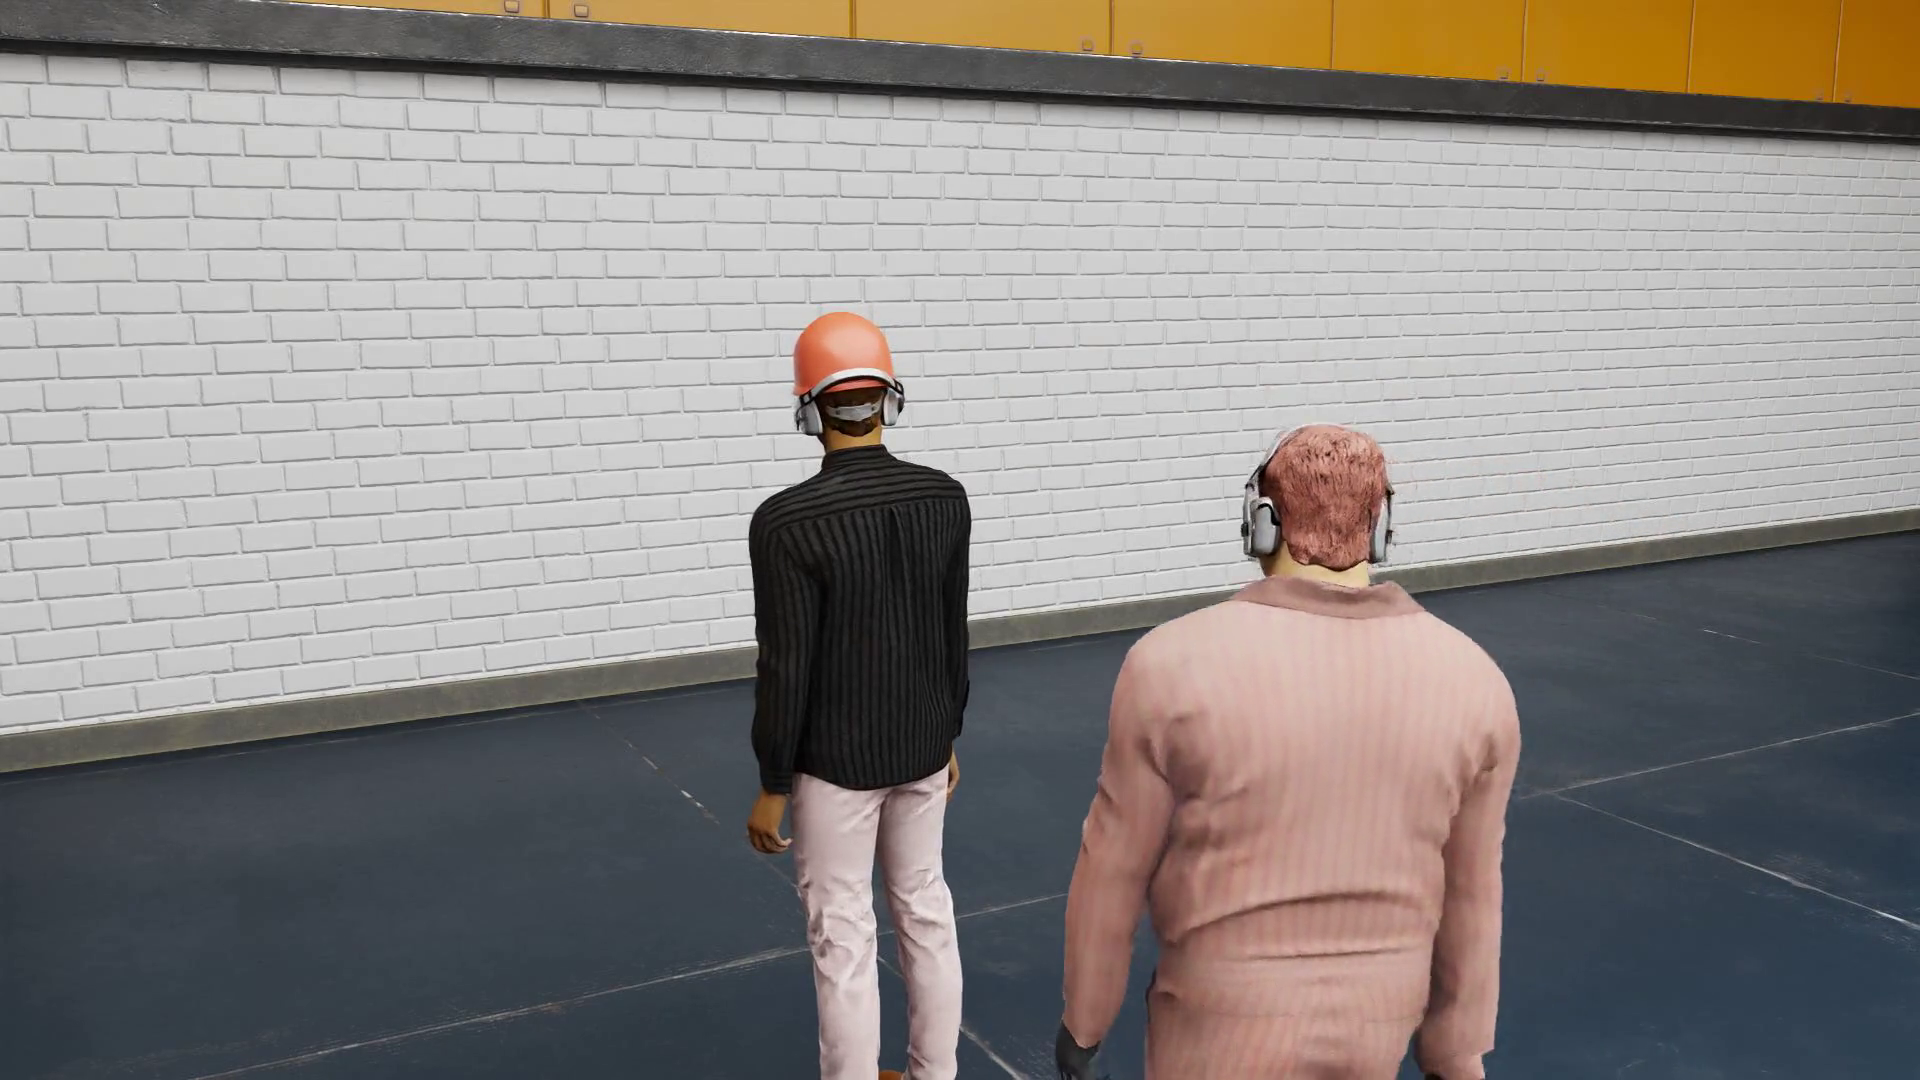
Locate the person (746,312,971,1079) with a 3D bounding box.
[{"bbox_3d":[-0.234,0.484,3.799,0.612,1.991,0.392,-9,14,-43],"label":"person"}]

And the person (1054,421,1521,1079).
[{"bbox_3d":[0.521,0.765,2.546,0.690,1.870,0.873,-2,10,-11],"label":"person"}]
